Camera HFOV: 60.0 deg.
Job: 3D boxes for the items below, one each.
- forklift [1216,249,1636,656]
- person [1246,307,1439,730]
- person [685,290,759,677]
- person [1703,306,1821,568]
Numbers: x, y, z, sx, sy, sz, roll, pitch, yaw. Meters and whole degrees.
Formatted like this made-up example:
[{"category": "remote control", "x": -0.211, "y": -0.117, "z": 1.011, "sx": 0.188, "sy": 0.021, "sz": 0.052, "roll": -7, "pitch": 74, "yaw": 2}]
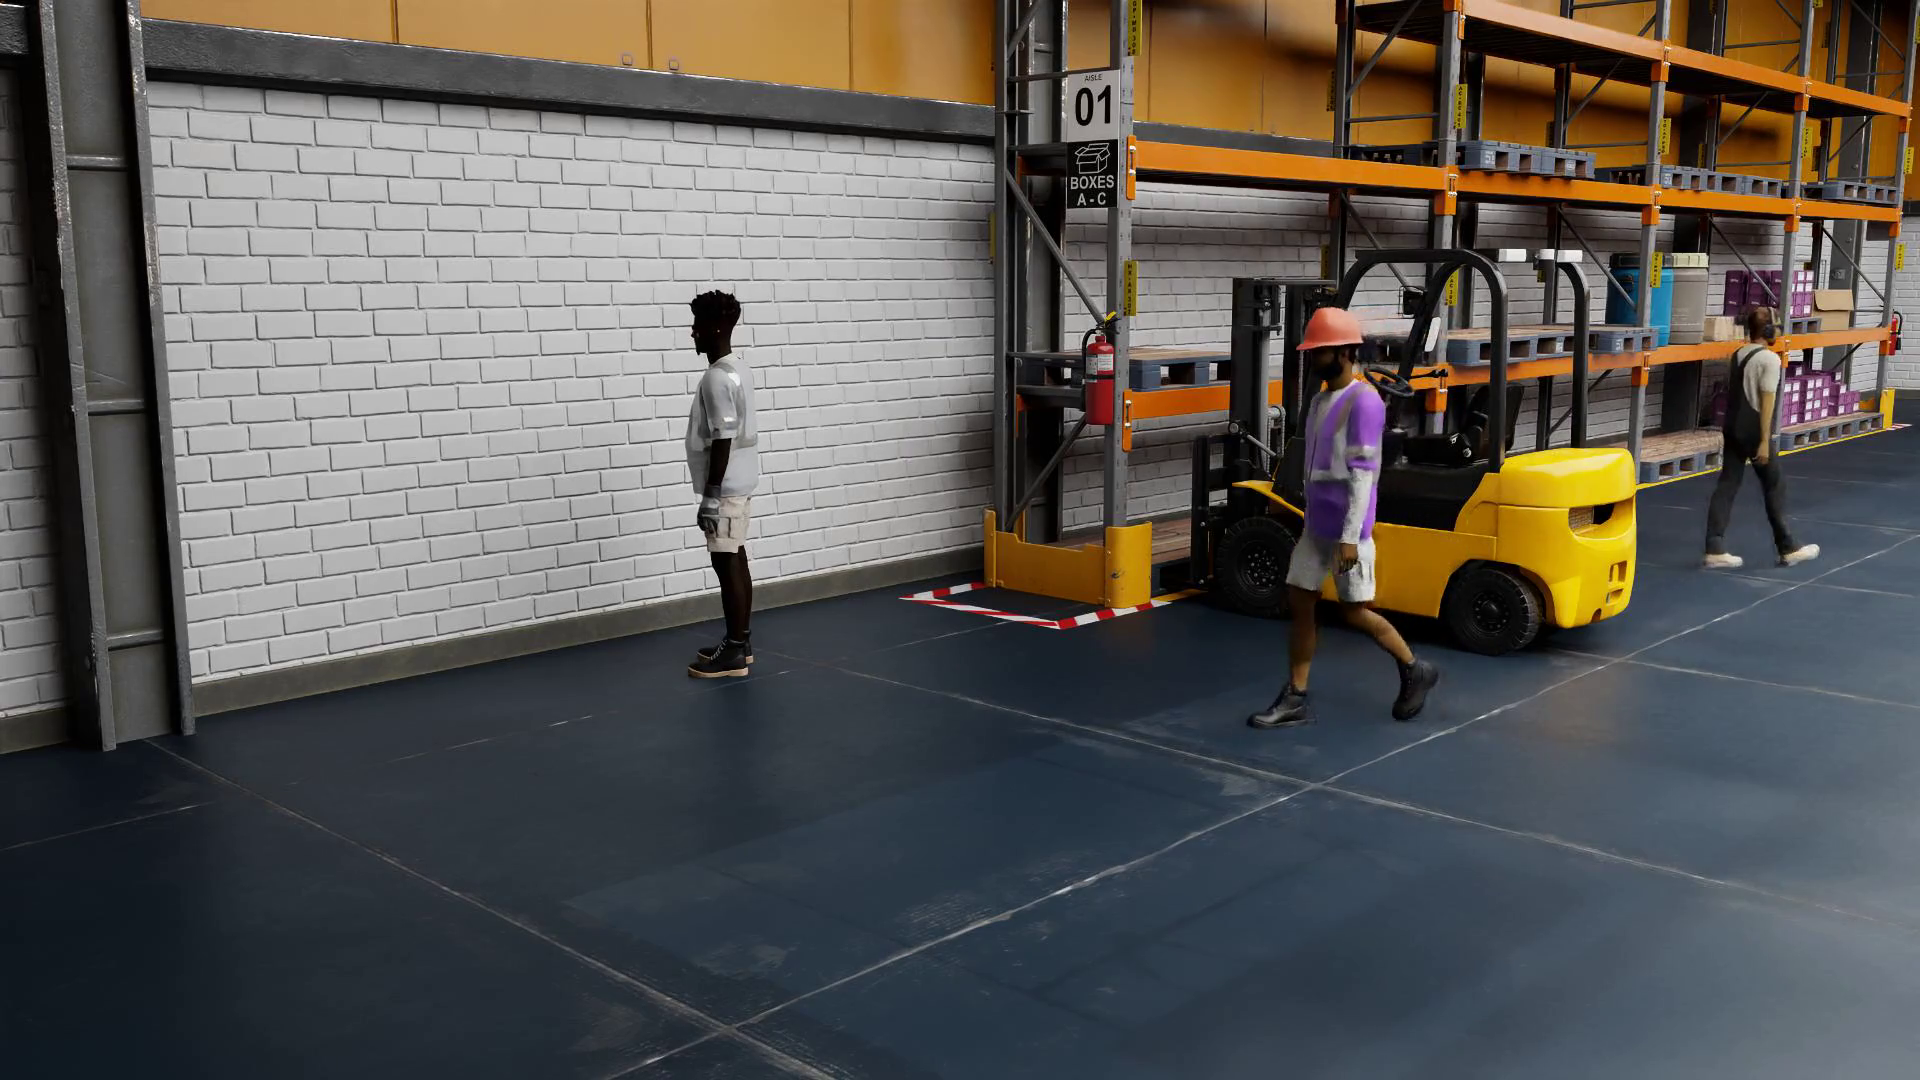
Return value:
[{"category": "forklift", "x": 2.710, "y": -0.584, "z": 9.626, "sx": 2.313, "sy": 2.155, "sz": 1.214, "roll": 9, "pitch": 13, "yaw": 43}, {"category": "person", "x": 1.752, "y": -0.085, "z": 7.461, "sx": 0.837, "sy": 1.911, "sz": 0.558, "roll": -3, "pitch": 10, "yaw": -18}, {"category": "person", "x": -1.217, "y": -0.286, "z": 8.492, "sx": 0.367, "sy": 1.966, "sz": 0.607, "roll": 0, "pitch": 9, "yaw": 2}, {"category": "person", "x": 5.580, "y": -0.702, "z": 11.515, "sx": 0.894, "sy": 1.806, "sz": 0.548, "roll": -2, "pitch": 9, "yaw": -11}]
